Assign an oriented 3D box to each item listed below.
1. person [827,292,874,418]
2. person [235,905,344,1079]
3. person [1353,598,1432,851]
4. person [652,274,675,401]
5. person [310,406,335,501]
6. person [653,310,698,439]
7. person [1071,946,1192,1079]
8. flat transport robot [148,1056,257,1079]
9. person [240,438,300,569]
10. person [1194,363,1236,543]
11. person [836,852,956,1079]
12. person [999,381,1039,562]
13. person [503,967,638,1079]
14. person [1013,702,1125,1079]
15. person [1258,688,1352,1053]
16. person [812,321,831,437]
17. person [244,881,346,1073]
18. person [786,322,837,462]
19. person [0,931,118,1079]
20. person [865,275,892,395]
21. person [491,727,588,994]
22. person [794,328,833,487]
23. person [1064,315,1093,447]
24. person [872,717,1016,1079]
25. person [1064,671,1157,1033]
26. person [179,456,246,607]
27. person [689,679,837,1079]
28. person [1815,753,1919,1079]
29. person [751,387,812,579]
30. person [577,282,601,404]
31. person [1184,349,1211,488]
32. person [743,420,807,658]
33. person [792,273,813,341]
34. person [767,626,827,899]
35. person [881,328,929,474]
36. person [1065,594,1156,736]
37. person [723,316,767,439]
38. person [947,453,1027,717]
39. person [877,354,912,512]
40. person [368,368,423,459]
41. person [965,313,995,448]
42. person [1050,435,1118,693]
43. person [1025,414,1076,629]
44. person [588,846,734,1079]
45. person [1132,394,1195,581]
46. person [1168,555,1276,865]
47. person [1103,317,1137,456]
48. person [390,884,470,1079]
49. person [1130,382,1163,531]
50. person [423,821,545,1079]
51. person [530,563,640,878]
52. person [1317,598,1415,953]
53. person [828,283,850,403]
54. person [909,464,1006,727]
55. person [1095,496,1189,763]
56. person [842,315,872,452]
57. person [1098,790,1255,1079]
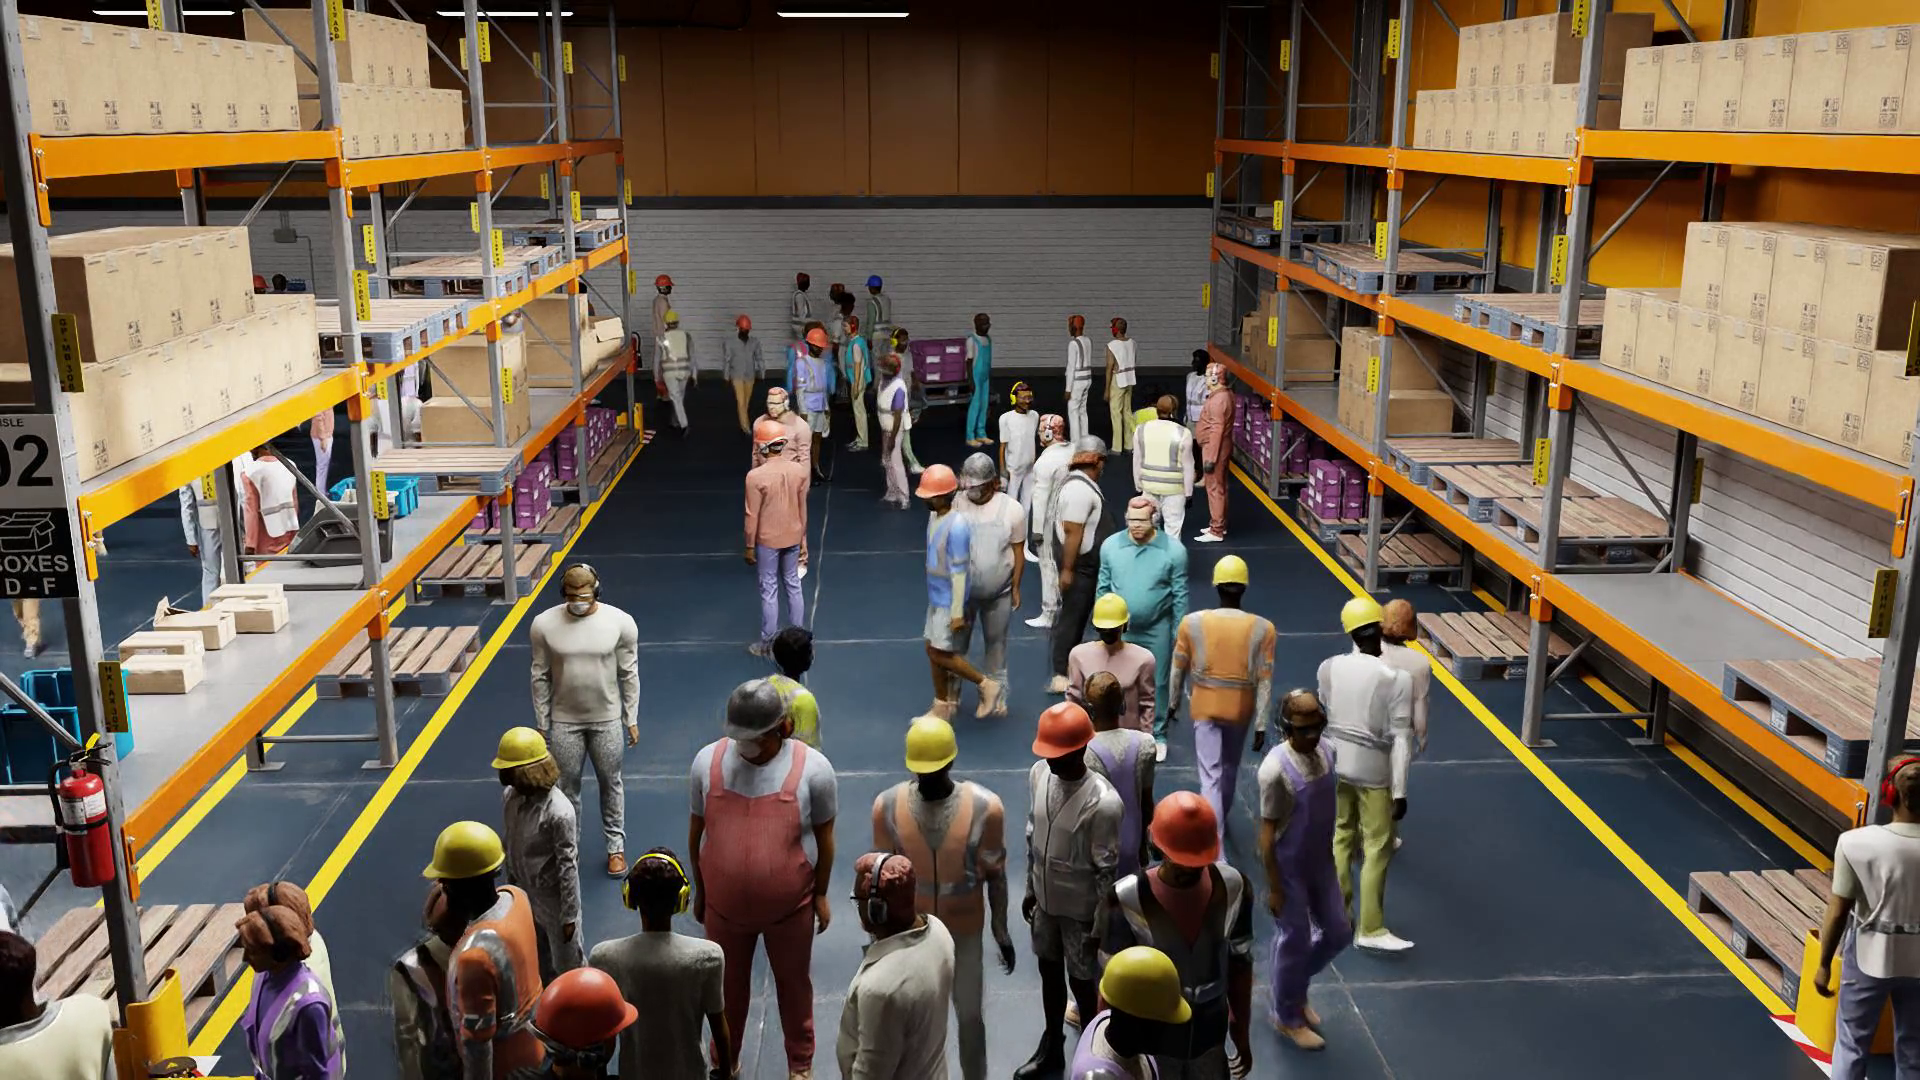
[{"bbox_3d":[-1.815,-2.770,24.882,0.982,1.904,0.714,1,14,3],"label":"person"},{"bbox_3d":[-2.470,2.117,6.224,0.321,1.631,0.527,-13,19,-41],"label":"person"},{"bbox_3d":[2.600,1.138,10.076,0.517,1.623,0.361,12,18,38],"label":"person"},{"bbox_3d":[-4.684,-3.209,26.406,0.378,1.996,0.611,-6,16,-23],"label":"person"},{"bbox_3d":[-7.190,-1.168,18.853,0.315,1.767,0.535,-4,15,-14],"label":"person"},{"bbox_3d":[-3.987,-2.320,23.439,0.605,1.747,0.949,-9,17,-32],"label":"person"},{"bbox_3d":[0.529,2.186,5.399,0.397,1.913,0.591,2,14,9],"label":"person"},{"bbox_3d":[-3.321,2.624,6.945,0.652,0.197,1.431,0,14,-1],"label":"flat transport robot"},{"bbox_3d":[-5.841,-0.049,14.186,0.386,1.905,0.602,5,15,17],"label":"person"},{"bbox_3d":[2.688,-0.928,17.630,0.403,1.906,0.651,5,15,19],"label":"person"},{"bbox_3d":[-0.246,2.031,6.047,0.401,1.894,0.653,4,15,16],"label":"person"},{"bbox_3d":[0.612,-0.672,16.699,0.536,1.869,0.312,-11,18,-37],"label":"person"},{"bbox_3d":[-1.128,2.227,5.067,0.623,1.991,0.395,11,18,37],"label":"person"},{"bbox_3d":[0.476,1.637,7.530,0.389,1.925,0.550,-11,18,-38],"label":"person"},{"bbox_3d":[1.653,1.576,7.961,0.557,1.824,0.403,-11,18,-38],"label":"person"},{"bbox_3d":[-1.985,-2.263,23.415,0.268,1.630,0.507,2,14,9],"label":"person"},{"bbox_3d":[-2.523,2.070,6.411,0.318,1.631,0.518,-3,15,-12],"label":"person"},{"bbox_3d":[-1.888,-1.931,21.752,0.642,1.811,0.800,-8,17,-30],"label":"person"},{"bbox_3d":[-2.968,2.166,5.485,0.394,1.910,0.634,5,15,17],"label":"person"},{"bbox_3d":[-1.328,-3.311,26.929,0.409,1.942,0.609,7,16,27],"label":"person"},{"bbox_3d":[-1.947,1.684,7.726,0.487,1.737,0.358,12,18,38],"label":"person"},{"bbox_3d":[-1.767,-1.625,20.325,0.374,1.928,0.543,8,16,29],"label":"person"},{"bbox_3d":[1.562,-2.053,22.108,0.362,1.879,0.584,8,16,28],"label":"person"},{"bbox_3d":[-0.072,1.684,7.344,0.645,1.923,0.391,2,14,7],"label":"person"},{"bbox_3d":[0.705,1.528,8.124,0.505,1.840,0.346,-6,16,-24],"label":"person"},{"bbox_3d":[-6.404,-0.087,14.339,0.408,1.907,0.598,9,17,32],"label":"person"},{"bbox_3d":[-0.905,1.584,7.501,0.672,2.000,0.536,1,14,4],"label":"person"},{"bbox_3d":[3.938,1.809,7.031,0.567,1.836,0.386,2,14,8],"label":"person"},{"bbox_3d":[-1.746,-0.546,16.160,0.643,1.900,0.398,6,16,24],"label":"person"},{"bbox_3d":[-5.852,-3.091,26.127,0.397,1.910,0.587,-5,15,-19],"label":"person"},{"bbox_3d":[2.920,-1.486,20.253,0.320,1.691,0.537,-9,17,-31],"label":"person"},{"bbox_3d":[-1.543,-0.010,13.877,0.614,1.987,0.408,-14,20,-43],"label":"person"},{"bbox_3d":[-2.635,-3.534,27.901,0.356,1.886,0.574,-3,15,-11],"label":"person"},{"bbox_3d":[-0.961,1.300,9.295,0.427,1.686,0.536,-7,16,-25],"label":"person"},{"bbox_3d":[-0.711,-1.775,21.104,0.843,1.835,0.512,10,17,34],"label":"person"},{"bbox_3d":[0.870,1.161,9.711,0.533,1.767,0.324,2,15,10],"label":"person"},{"bbox_3d":[-2.985,-2.280,23.298,0.573,1.707,0.873,-9,17,-30],"label":"person"},{"bbox_3d":[0.144,0.332,12.414,0.683,2.000,0.536,1,14,6],"label":"person"},{"bbox_3d":[-0.758,-1.245,19.086,0.387,1.808,0.679,-5,15,-17],"label":"person"},{"bbox_3d":[-5.930,-0.910,17.539,0.611,1.922,1.008,-2,14,-6],"label":"person"},{"bbox_3d":[0.267,-2.187,22.727,0.346,1.837,0.506,10,17,34],"label":"person"},{"bbox_3d":[0.977,0.158,13.099,0.547,2.000,0.858,2,14,7],"label":"person"},{"bbox_3d":[0.816,-0.169,14.670,0.399,1.900,0.645,9,17,32],"label":"person"},{"bbox_3d":[-1.089,2.021,6.127,0.535,1.868,0.309,-1,14,-4],"label":"person"},{"bbox_3d":[1.975,-0.489,16.040,0.633,1.839,0.429,9,17,31],"label":"person"},{"bbox_3d":[1.584,1.030,10.056,0.608,1.868,1.026,1,14,4],"label":"person"},{"bbox_3d":[2.142,-2.031,22.111,0.565,1.838,0.389,-14,20,-43],"label":"person"},{"bbox_3d":[-1.963,2.068,6.494,0.513,1.596,0.829,-12,18,-38],"label":"person"},{"bbox_3d":[2.081,-0.838,17.758,0.333,1.671,0.666,-12,19,-40],"label":"person"},{"bbox_3d":[-1.765,1.958,6.287,0.393,1.919,0.582,1,14,2],"label":"person"},{"bbox_3d":[-2.191,1.058,9.779,0.627,1.935,0.373,-2,14,-8],"label":"person"},{"bbox_3d":[2.230,1.275,9.044,0.465,1.876,0.745,-11,18,-38],"label":"person"},{"bbox_3d":[-1.899,-3.097,26.191,0.355,1.883,0.572,-4,15,-14],"label":"person"},{"bbox_3d":[-0.045,0.418,12.120,0.597,2.015,0.635,-5,15,-17],"label":"person"},{"bbox_3d":[1.256,0.618,11.589,0.664,1.899,0.395,5,15,19],"label":"person"},{"bbox_3d":[-1.383,-2.116,22.442,0.393,1.836,0.561,-2,14,-8],"label":"person"},{"bbox_3d":[0.834,1.891,6.320,0.613,2.033,0.410,-3,15,-13],"label":"person"}]
